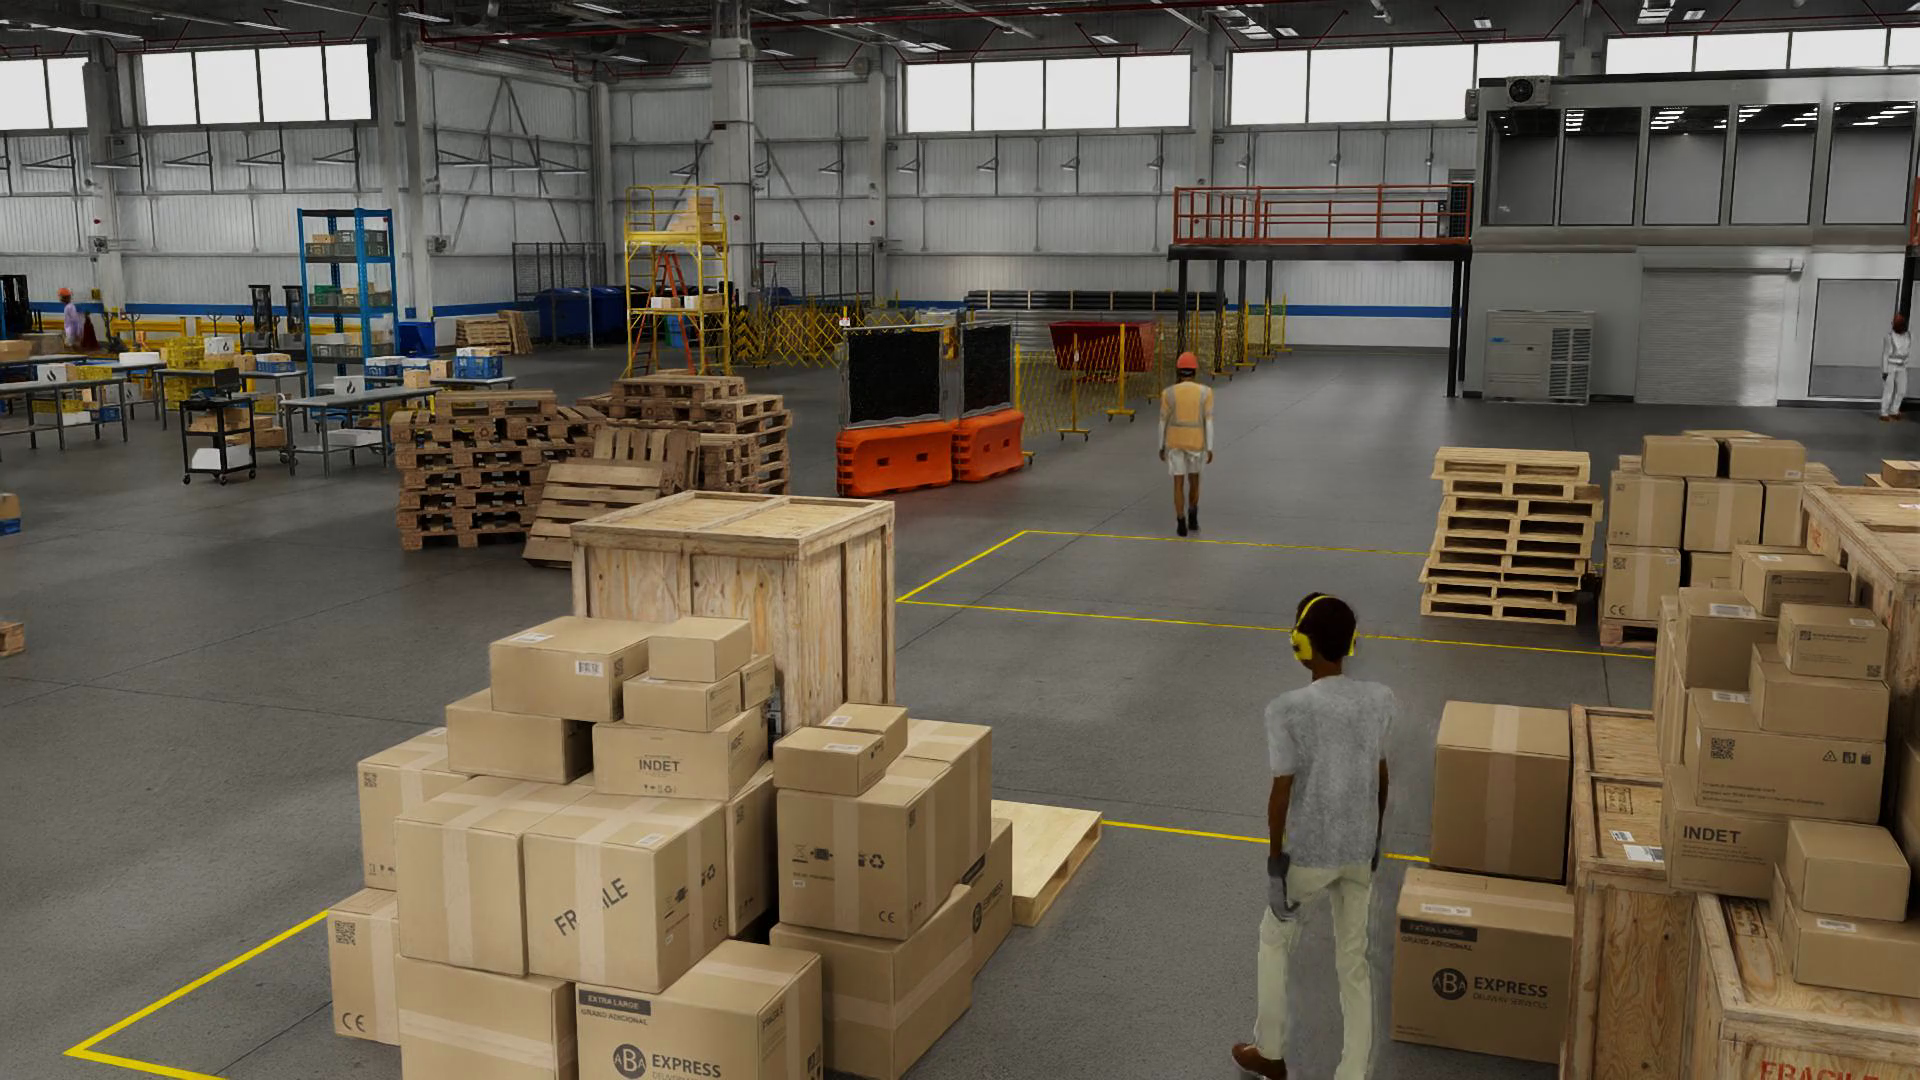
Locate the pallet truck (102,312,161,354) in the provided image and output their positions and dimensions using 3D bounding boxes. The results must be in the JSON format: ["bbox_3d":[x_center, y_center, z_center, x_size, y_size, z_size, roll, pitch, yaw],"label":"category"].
[{"bbox_3d":[-23.057,-5.777,46.261,0.680,1.201,1.601,3,11,19],"label":"pallet truck"}]

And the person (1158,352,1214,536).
[{"bbox_3d":[2.382,-1.028,17.598,0.570,1.905,0.875,1,10,5],"label":"person"}]

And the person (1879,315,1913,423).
[{"bbox_3d":[15.944,-2.920,28.395,0.599,1.855,0.480,-2,10,-12],"label":"person"}]

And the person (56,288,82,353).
[{"bbox_3d":[-20.984,-4.891,39.038,0.798,2.013,0.623,-5,11,-28],"label":"person"}]

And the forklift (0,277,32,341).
[{"bbox_3d":[-27.151,-6.329,46.328,1.157,1.987,2.680,3,11,17],"label":"forklift"}]

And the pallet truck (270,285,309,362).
[{"bbox_3d":[-17.147,-5.700,43.663,0.823,1.965,1.885,3,11,17],"label":"pallet truck"}]

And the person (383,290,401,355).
[{"bbox_3d":[-14.624,-5.476,42.708,0.494,1.888,0.663,-2,10,-10],"label":"person"}]

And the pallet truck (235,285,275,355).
[{"bbox_3d":[-18.327,-5.835,44.421,0.823,1.965,1.885,4,11,23],"label":"pallet truck"}]

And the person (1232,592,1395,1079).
[{"bbox_3d":[1.270,1.091,5.871,0.541,1.842,0.762,-2,10,-12],"label":"person"}]

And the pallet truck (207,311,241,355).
[{"bbox_3d":[-19.537,-5.575,44.913,0.653,1.274,1.630,3,11,19],"label":"pallet truck"}]

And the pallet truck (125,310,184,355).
[{"bbox_3d":[-22.038,-5.665,45.457,0.704,1.261,1.522,3,11,17],"label":"pallet truck"}]
